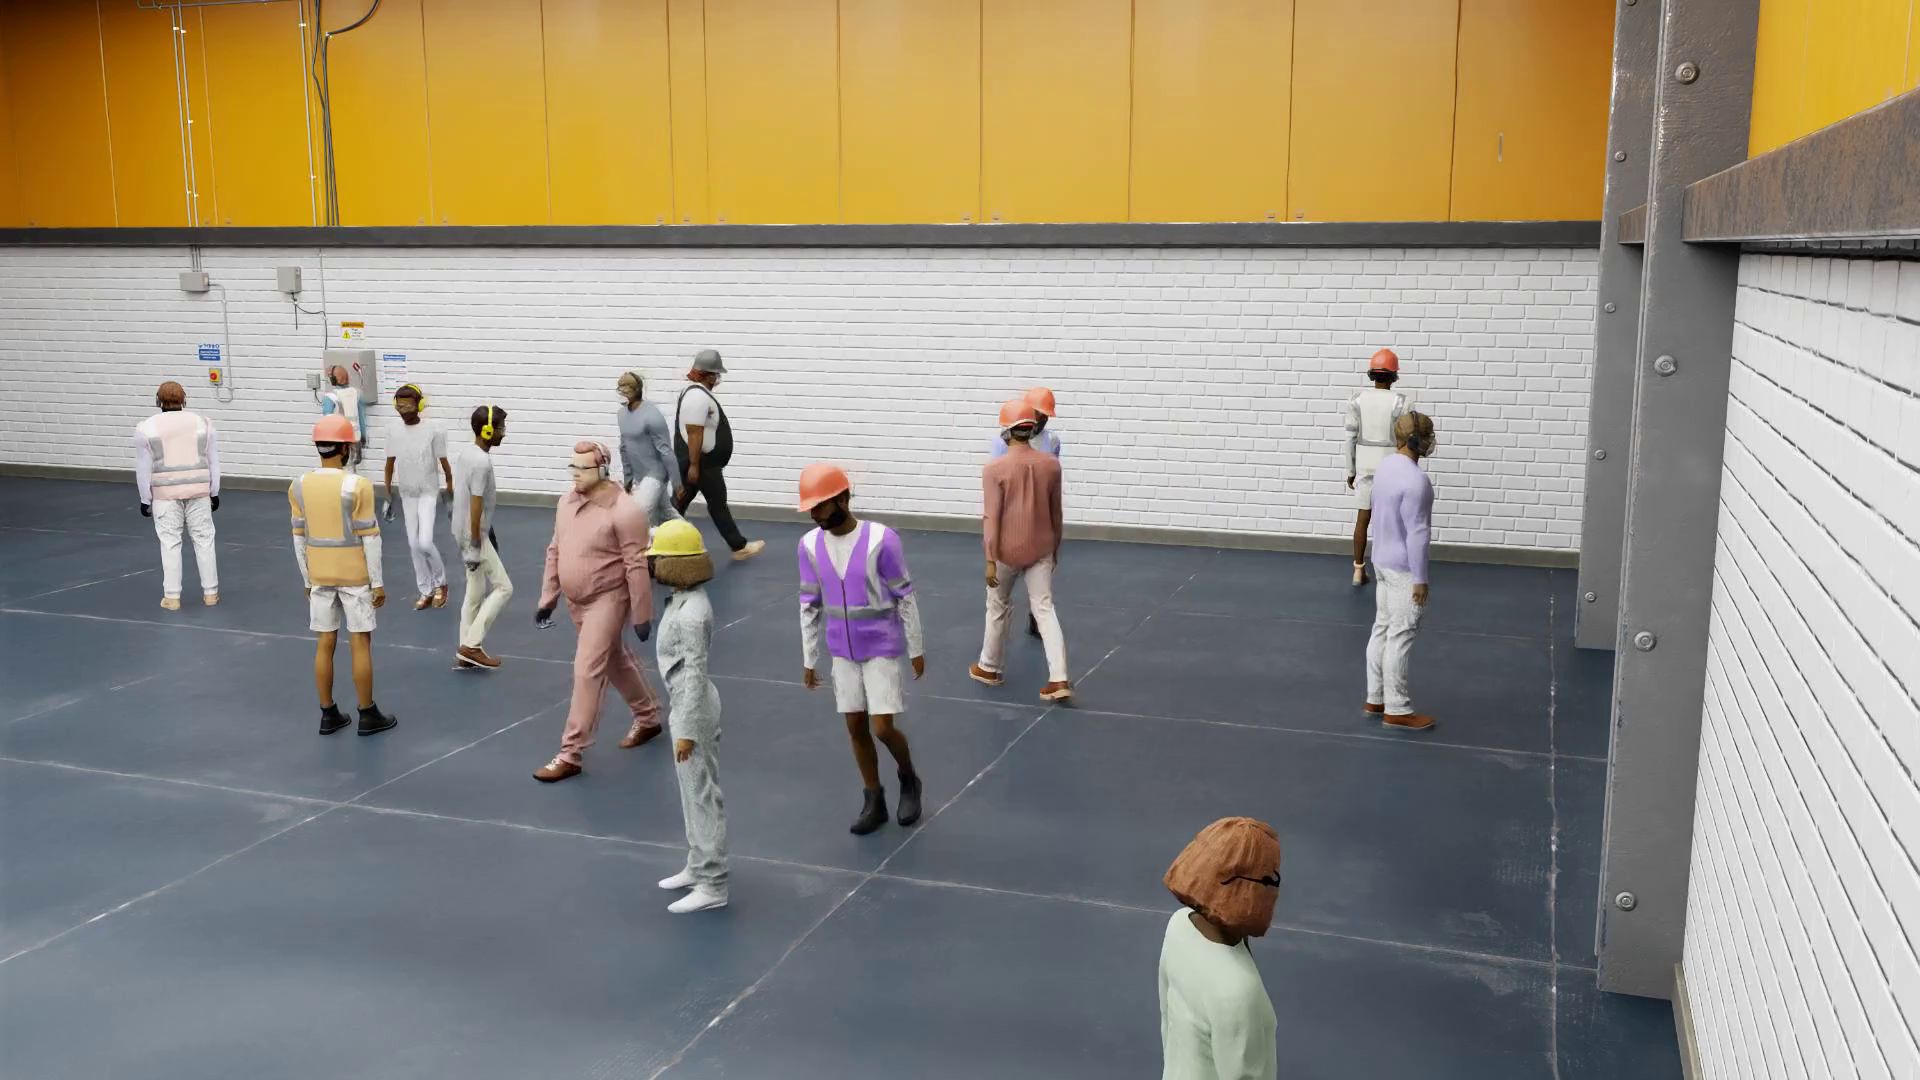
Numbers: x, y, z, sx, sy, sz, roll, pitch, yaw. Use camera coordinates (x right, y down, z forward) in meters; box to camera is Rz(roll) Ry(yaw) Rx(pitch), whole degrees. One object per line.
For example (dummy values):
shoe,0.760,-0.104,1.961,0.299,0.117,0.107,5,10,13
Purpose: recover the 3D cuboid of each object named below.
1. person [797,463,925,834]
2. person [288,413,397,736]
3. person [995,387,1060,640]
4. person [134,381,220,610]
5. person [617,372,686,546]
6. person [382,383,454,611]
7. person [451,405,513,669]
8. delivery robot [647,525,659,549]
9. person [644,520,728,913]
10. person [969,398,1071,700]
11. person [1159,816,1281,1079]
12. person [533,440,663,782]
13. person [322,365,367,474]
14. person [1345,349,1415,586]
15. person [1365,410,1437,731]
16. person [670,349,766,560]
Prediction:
person,-0.502,0.545,8.190,0.594,1.885,0.621,4,11,24
person,-3.683,0.212,9.924,0.544,1.935,0.361,2,10,10
person,0.478,-0.243,12.660,0.556,1.885,1.005,-3,10,-16
person,-6.293,-0.361,13.413,0.621,1.845,0.429,-7,12,-35
person,-2.626,-0.536,14.371,1.092,1.874,0.672,-8,13,-36
person,-4.317,-0.335,13.287,0.511,1.843,0.443,2,10,10
person,-3.298,-0.004,11.430,0.462,1.842,0.511,-6,12,-31
delivery robot,-2.986,0.014,14.662,0.707,0.478,0.477,-6,12,-32
person,-1.208,0.769,7.326,0.313,1.741,0.490,-2,10,-13
person,0.414,0.053,10.790,0.643,1.948,1.019,-5,11,-28
person,0.607,1.433,3.898,0.279,1.633,0.499,-2,10,-11
person,-2.037,0.356,9.363,0.643,1.858,1.009,9,14,42
person,-6.735,-1.093,18.106,0.475,1.622,0.527,4,11,23
person,3.592,-0.607,14.219,0.608,2.048,0.368,6,12,32
person,2.683,0.179,10.098,0.353,1.937,0.635,-1,10,-6
person,-2.338,-0.799,15.318,1.021,2.000,0.806,-3,11,-17
